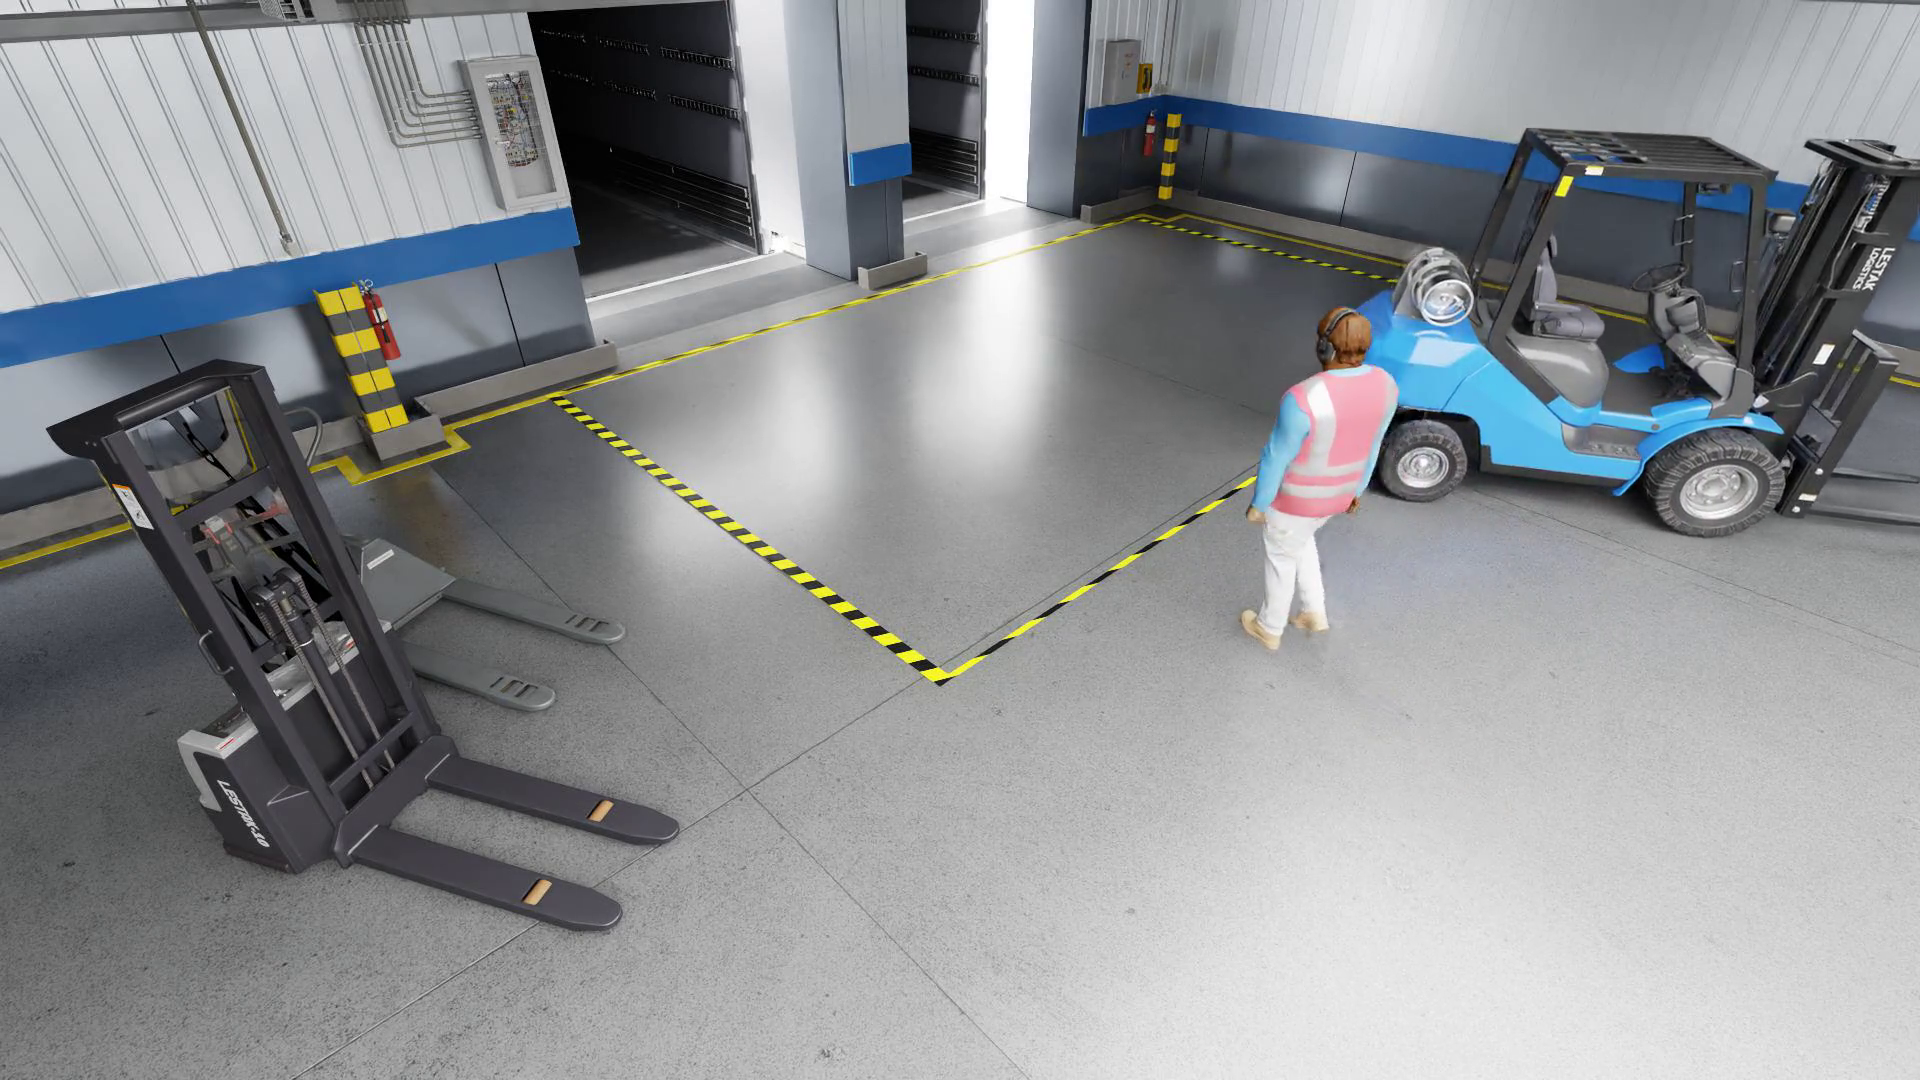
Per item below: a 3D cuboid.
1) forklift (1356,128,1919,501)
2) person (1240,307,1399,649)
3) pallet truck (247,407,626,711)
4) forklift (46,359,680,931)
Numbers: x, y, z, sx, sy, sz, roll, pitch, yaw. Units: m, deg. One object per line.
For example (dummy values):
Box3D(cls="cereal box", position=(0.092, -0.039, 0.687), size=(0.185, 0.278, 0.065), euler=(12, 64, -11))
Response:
Box3D(cls="forklift", position=(4.006, -1.441, 5.777), size=(2.680, 2.036, 1.157), euler=(9, 35, 13))
Box3D(cls="person", position=(1.699, -0.224, 4.458), size=(0.624, 1.829, 0.457), euler=(-16, 37, -22))
Box3D(cls="pallet truck", position=(-2.628, 0.038, 4.590), size=(1.601, 1.201, 0.680), euler=(12, 36, 18))
Box3D(cls="forklift", position=(-2.135, 0.422, 3.354), size=(1.885, 1.965, 0.823), euler=(10, 35, 14))
